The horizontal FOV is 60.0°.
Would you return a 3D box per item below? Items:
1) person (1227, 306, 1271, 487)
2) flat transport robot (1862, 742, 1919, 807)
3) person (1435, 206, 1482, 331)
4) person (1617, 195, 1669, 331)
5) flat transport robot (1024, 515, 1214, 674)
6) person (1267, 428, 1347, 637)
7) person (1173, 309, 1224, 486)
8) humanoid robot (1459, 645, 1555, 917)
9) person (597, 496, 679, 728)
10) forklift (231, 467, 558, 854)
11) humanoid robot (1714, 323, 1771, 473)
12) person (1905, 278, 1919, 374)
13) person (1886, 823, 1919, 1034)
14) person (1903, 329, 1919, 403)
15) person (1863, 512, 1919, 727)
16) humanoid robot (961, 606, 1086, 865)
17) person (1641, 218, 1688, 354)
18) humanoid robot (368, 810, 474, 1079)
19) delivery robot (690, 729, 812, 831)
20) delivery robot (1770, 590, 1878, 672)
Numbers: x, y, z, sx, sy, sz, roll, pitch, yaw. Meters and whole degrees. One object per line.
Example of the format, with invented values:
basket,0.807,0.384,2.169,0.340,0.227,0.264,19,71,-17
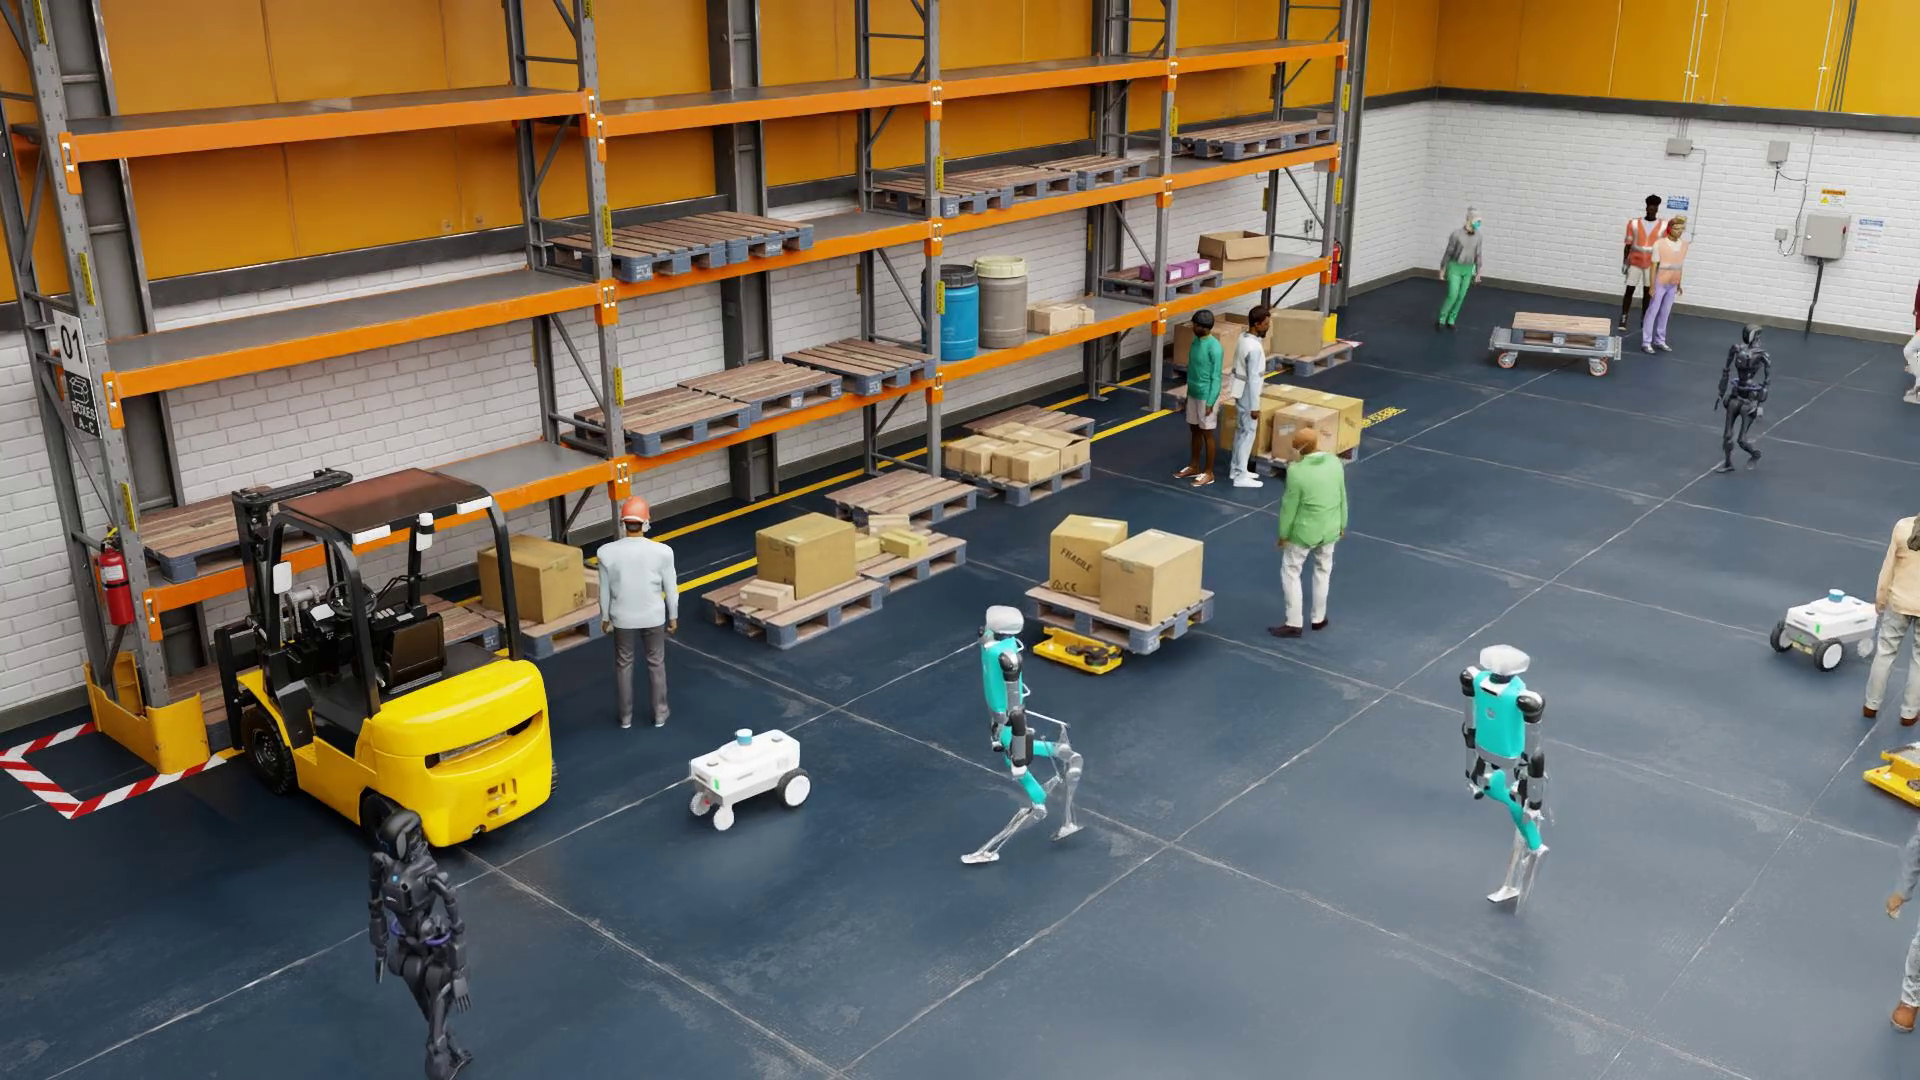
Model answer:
person,2.982,-1.481,17.208,0.408,1.906,0.597,-1,20,-2
flat transport robot,6.937,1.566,11.307,1.431,0.231,0.659,-9,22,-22
person,7.181,-3.889,23.838,0.537,1.820,0.489,-7,21,-17
person,9.831,-3.983,23.905,0.605,1.962,0.364,8,22,20
flat transport robot,1.292,0.722,13.594,0.659,0.231,1.431,16,26,37
person,2.852,-0.063,13.581,0.665,1.757,0.386,-6,21,-17
person,2.531,-1.491,17.311,0.395,1.849,0.494,-9,22,-23
humanoid robot,3.261,1.434,9.682,0.787,1.866,0.531,-13,24,-32
person,-2.313,0.524,12.005,0.573,1.740,0.345,-3,20,-8
forklift,-3.730,0.710,10.856,2.313,2.155,1.214,17,26,38
humanoid robot,8.348,-1.514,17.623,0.472,1.634,0.608,-10,22,-25
person,12.610,-3.008,21.534,0.477,1.767,0.358,7,21,18
person,5.051,1.814,8.312,0.749,1.875,0.966,8,22,21
person,11.775,-2.572,20.205,0.440,1.869,0.618,9,22,24
person,6.917,0.465,11.997,0.567,1.867,0.416,12,24,30
humanoid robot,0.505,1.208,10.225,1.030,1.764,0.540,-6,21,-16
person,9.613,-3.476,22.690,0.563,1.847,0.382,-8,22,-21
humanoid robot,-2.617,2.027,8.047,0.589,1.631,0.648,8,22,21
delivery robot,-1.397,1.539,10.985,0.809,0.606,0.499,-17,26,-39
delivery robot,6.925,0.698,13.262,0.806,0.604,0.499,-9,22,-22
